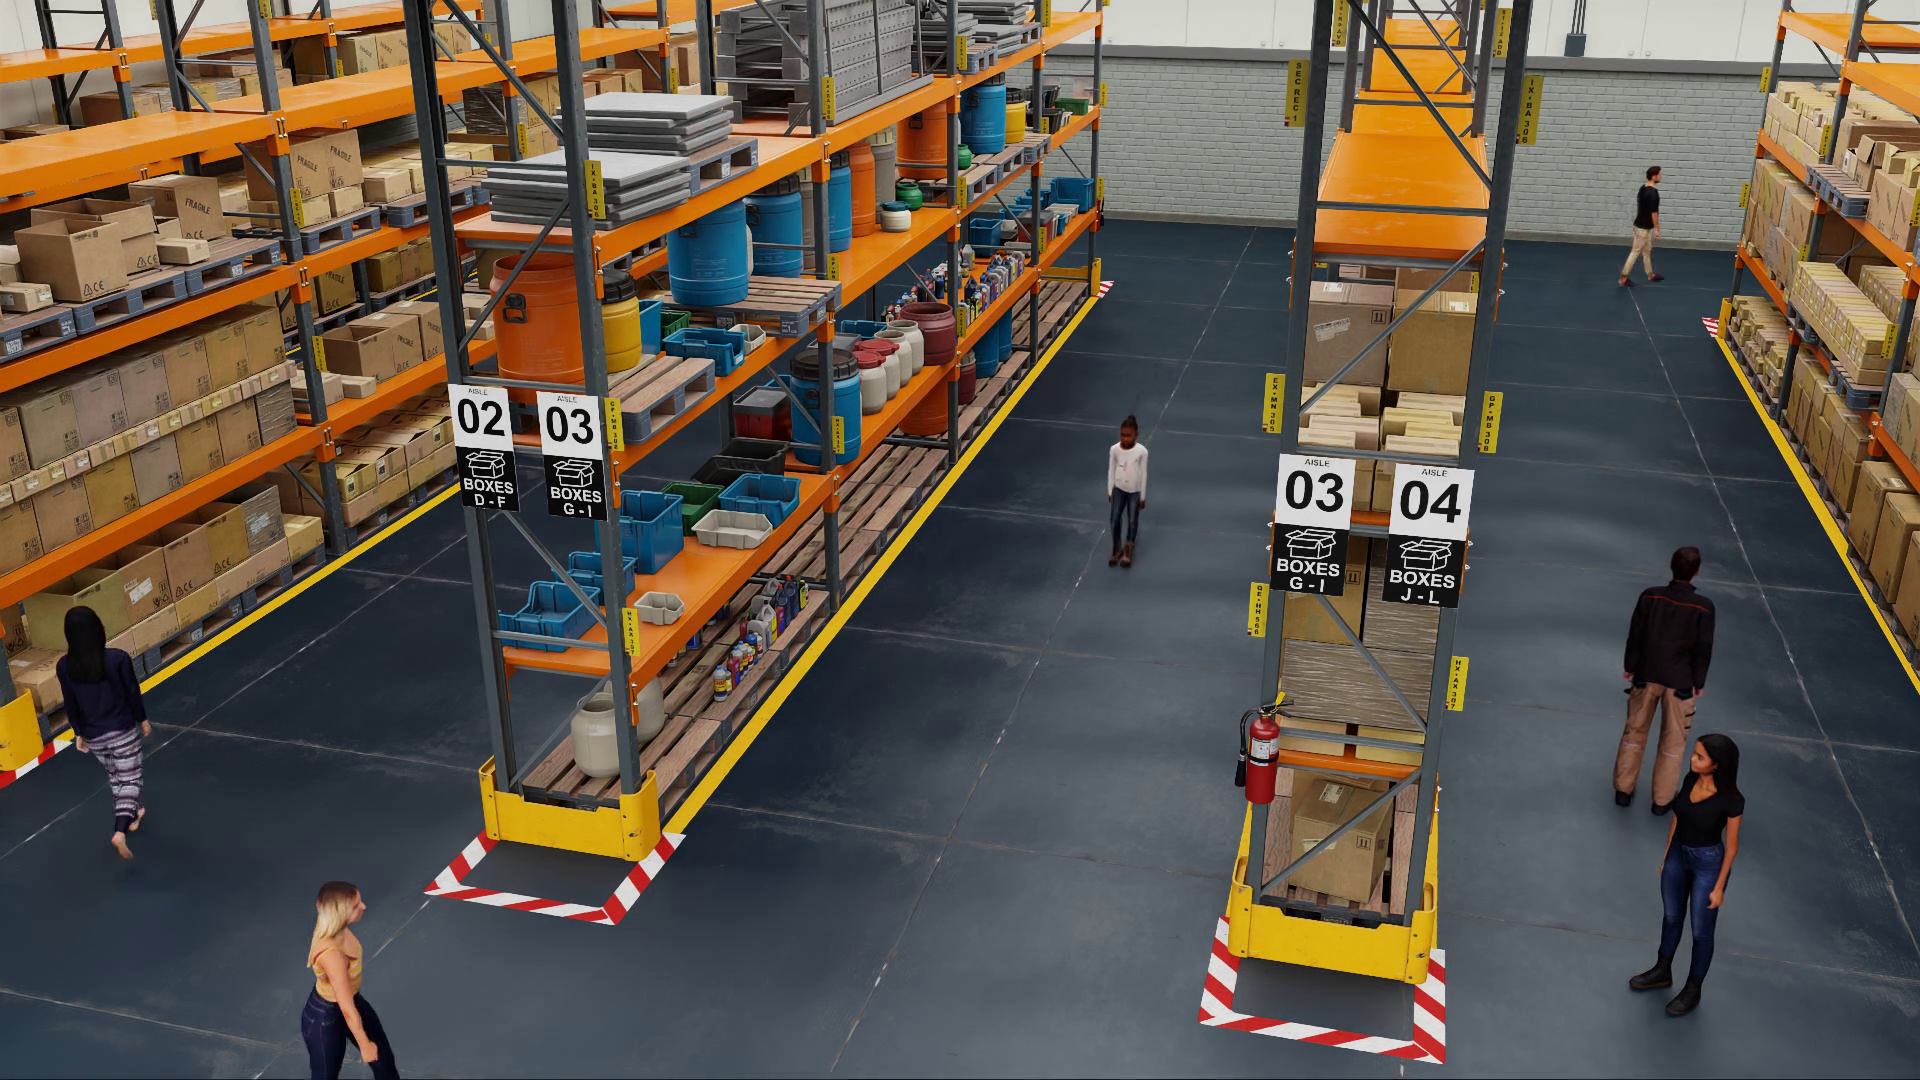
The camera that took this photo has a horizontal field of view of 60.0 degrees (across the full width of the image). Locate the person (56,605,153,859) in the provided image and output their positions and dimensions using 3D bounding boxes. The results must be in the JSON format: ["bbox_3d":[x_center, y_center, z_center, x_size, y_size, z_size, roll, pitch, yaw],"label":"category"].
[{"bbox_3d":[-5.533,1.257,10.803,0.854,1.709,1.077,-4,23,-9],"label":"person"}]

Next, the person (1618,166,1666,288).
[{"bbox_3d":[10.325,-4.756,25.346,0.848,1.828,0.982,1,22,3],"label":"person"}]

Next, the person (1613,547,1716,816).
[{"bbox_3d":[4.772,0.946,11.280,0.756,1.923,0.689,13,26,29],"label":"person"}]

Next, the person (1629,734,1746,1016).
[{"bbox_3d":[4.130,1.848,9.320,0.717,1.737,0.645,-10,24,-23],"label":"person"}]

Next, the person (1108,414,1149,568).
[{"bbox_3d":[1.577,-0.469,15.369,0.522,1.447,0.526,6,23,15],"label":"person"}]

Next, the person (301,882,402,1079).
[{"bbox_3d":[-3.134,2.396,8.175,0.892,1.591,0.982,-5,23,-11],"label":"person"}]
